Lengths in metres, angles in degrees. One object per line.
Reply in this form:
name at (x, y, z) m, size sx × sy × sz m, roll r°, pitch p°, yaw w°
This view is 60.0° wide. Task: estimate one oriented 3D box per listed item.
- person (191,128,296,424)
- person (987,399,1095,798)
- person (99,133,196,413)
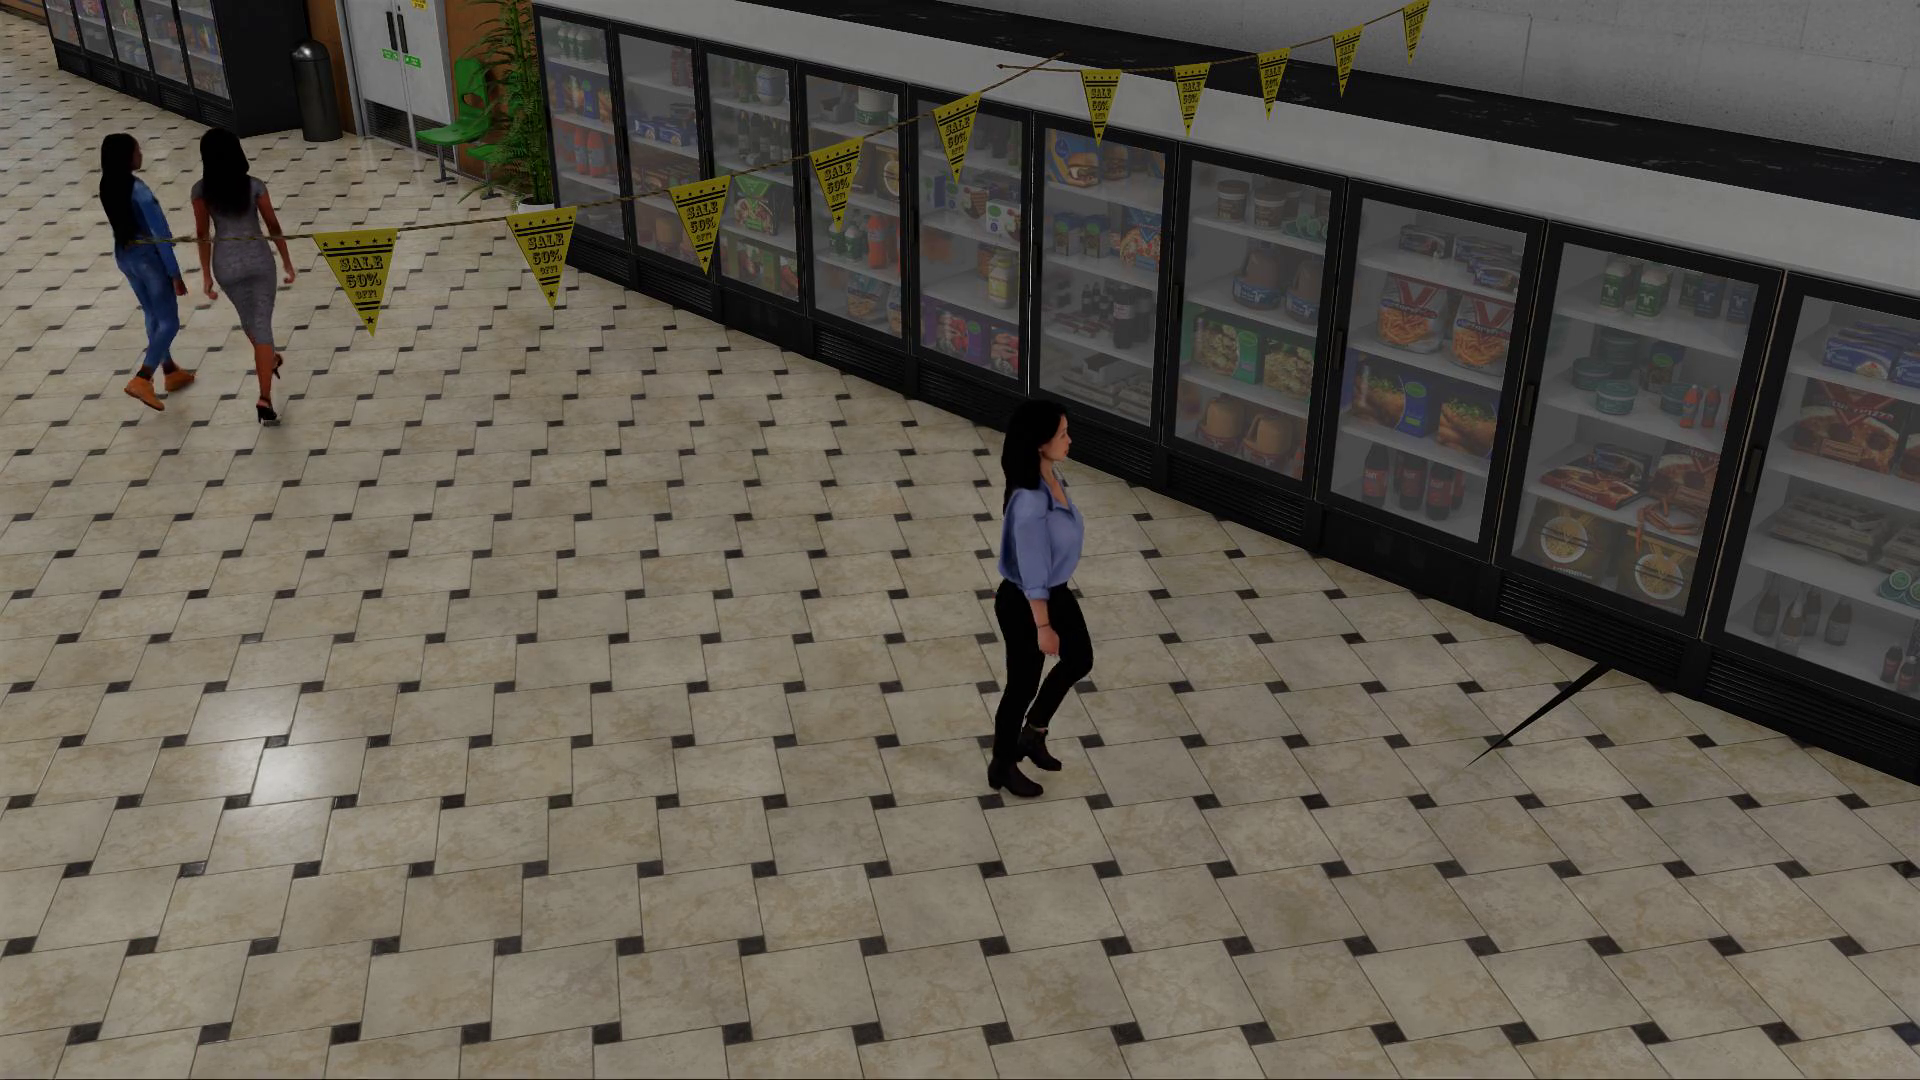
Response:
person at (-4.342, -1.549, 10.080) m, size 1.201 × 1.727 × 1.133 m, roll -6°, pitch 28°, yaw -12°
person at (0.198, 0.265, 6.496) m, size 0.824 × 1.734 × 0.727 m, roll 8°, pitch 28°, yaw 15°
person at (-5.065, -1.630, 10.277) m, size 0.873 × 1.695 × 1.072 m, roll 13°, pitch 30°, yaw 24°
